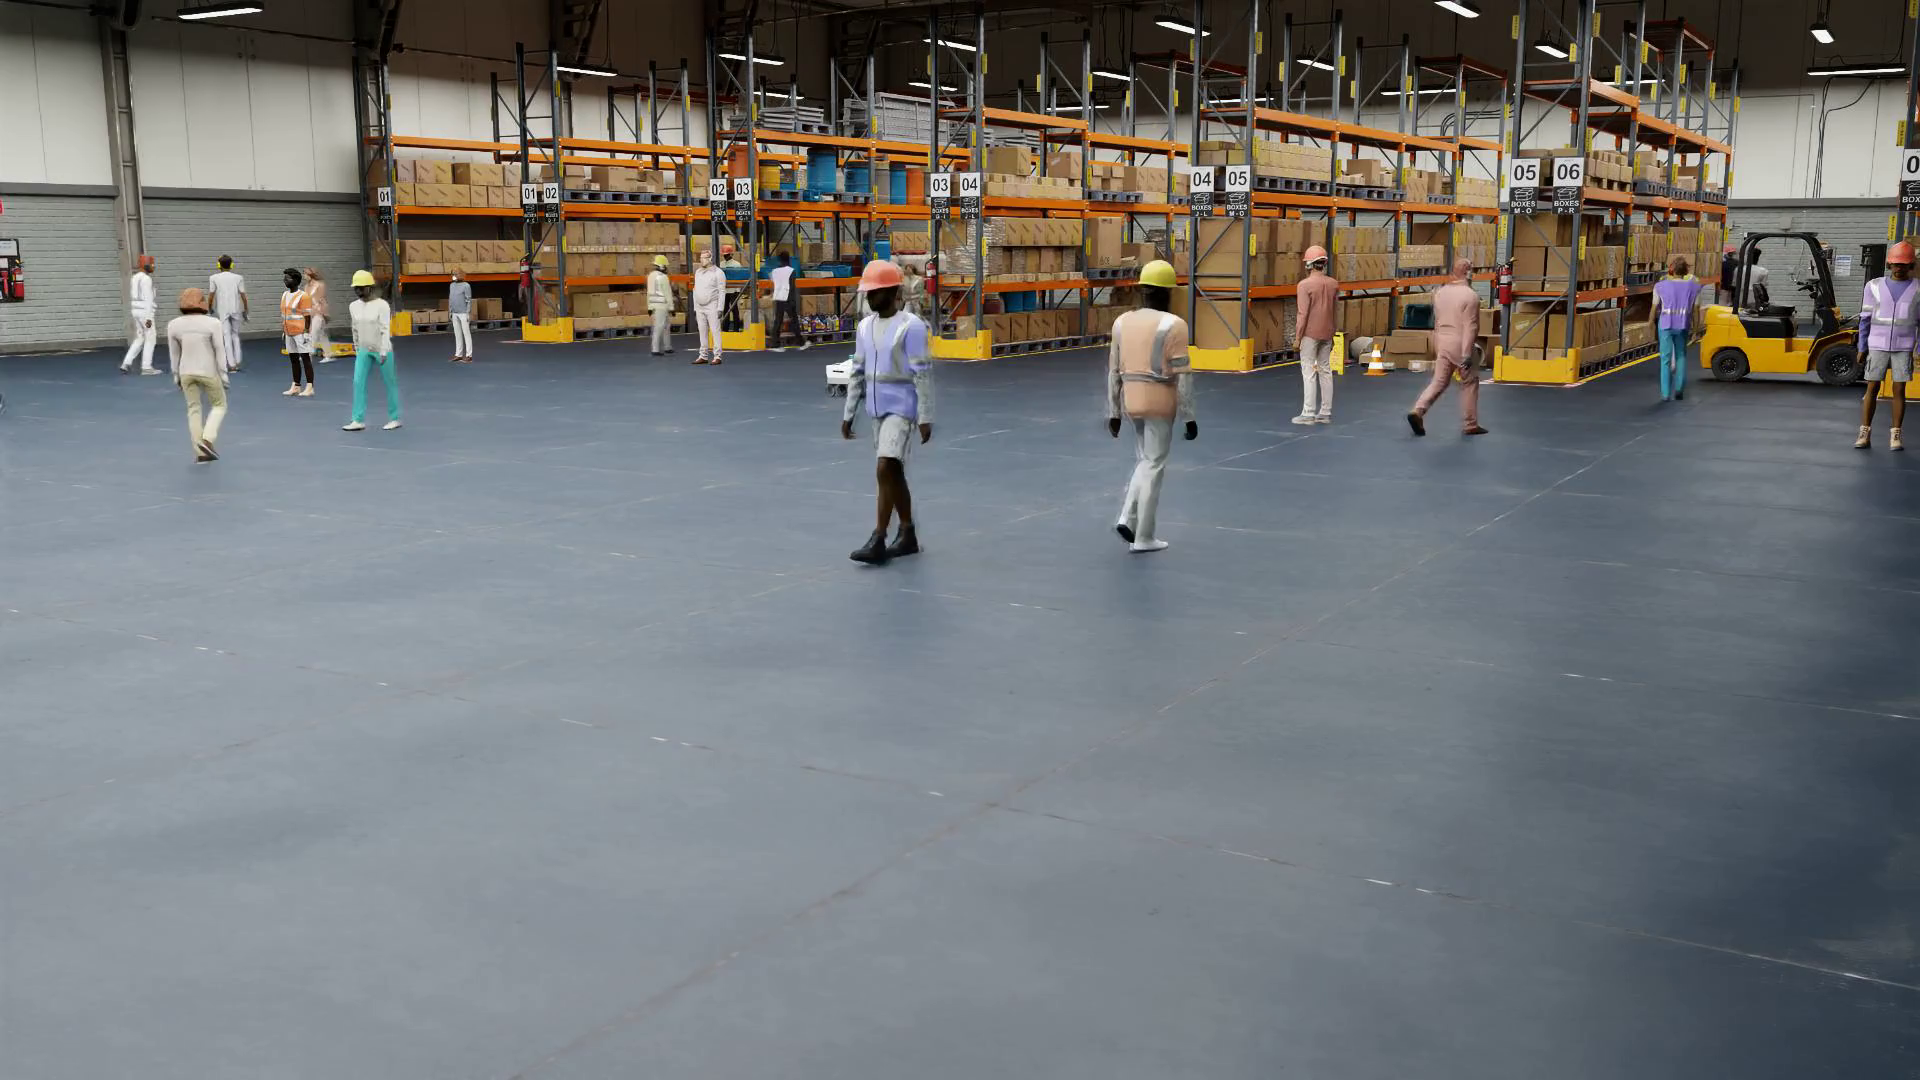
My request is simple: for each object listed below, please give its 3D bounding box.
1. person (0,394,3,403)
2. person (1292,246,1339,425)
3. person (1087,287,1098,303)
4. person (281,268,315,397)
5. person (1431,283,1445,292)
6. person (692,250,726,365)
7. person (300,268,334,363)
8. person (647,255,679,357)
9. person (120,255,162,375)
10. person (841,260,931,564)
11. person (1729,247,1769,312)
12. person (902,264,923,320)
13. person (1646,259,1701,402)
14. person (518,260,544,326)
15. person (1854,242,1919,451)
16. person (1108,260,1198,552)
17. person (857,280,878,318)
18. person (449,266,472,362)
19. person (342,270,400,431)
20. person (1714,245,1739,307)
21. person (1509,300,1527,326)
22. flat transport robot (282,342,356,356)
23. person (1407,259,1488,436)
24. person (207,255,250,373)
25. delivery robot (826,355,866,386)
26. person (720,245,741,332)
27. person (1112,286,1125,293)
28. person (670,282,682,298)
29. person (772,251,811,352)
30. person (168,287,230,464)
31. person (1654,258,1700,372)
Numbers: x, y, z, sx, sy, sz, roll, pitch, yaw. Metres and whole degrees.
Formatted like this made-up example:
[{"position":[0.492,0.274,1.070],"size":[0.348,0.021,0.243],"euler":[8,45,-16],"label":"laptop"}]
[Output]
[{"position":[-11.392,-2.260,18.782],"size":[0.887,1.896,0.595],"euler":[-9,13,-41],"label":"person"},{"position":[3.969,-2.290,18.644],"size":[0.622,1.992,0.397],"euler":[-7,12,-34],"label":"person"},{"position":[3.717,-7.412,47.629],"size":[0.719,1.875,0.957],"euler":[0,10,2],"label":"person"},{"position":[-8.761,-2.734,21.964],"size":[0.533,1.697,0.319],"euler":[6,12,31],"label":"person"},{"position":[11.900,-6.224,41.170],"size":[0.831,1.828,0.584],"euler":[-3,10,-14],"label":"person"},{"position":[-4.220,-3.882,27.808],"size":[0.640,1.910,0.407],"euler":[6,12,31],"label":"person"},{"position":[-10.913,-3.752,27.923],"size":[0.534,1.595,0.831],"euler":[9,14,41],"label":"person"},{"position":[-5.239,-4.165,29.665],"size":[0.747,1.802,0.612],"euler":[-7,13,-36],"label":"person"},{"position":[-12.679,-3.462,25.656],"size":[0.627,1.851,0.640],"euler":[10,14,43],"label":"person"},{"position":[-0.543,-0.802,10.547],"size":[0.582,1.906,0.823],"euler":[10,14,44],"label":"person"},{"position":[14.363,-4.347,30.282],"size":[0.635,1.948,0.459],"euler":[5,11,28],"label":"person"},{"position":[-0.953,-4.870,34.176],"size":[0.520,1.605,0.446],"euler":[6,12,29],"label":"person"},{"position":[9.137,-2.683,21.340],"size":[0.592,1.824,0.613],"euler":[2,10,10],"label":"person"},{"position":[-9.484,-5.390,36.713],"size":[0.546,1.737,0.725],"euler":[1,10,8],"label":"person"},{"position":[9.131,-1.891,16.294],"size":[0.605,2.036,0.388],"euler":[6,12,31],"label":"person"},{"position":[1.277,-0.864,10.881],"size":[0.421,1.908,0.598],"euler":[-9,13,-40],"label":"person"},{"position":[-1.527,-4.085,29.516],"size":[0.509,1.689,0.902],"euler":[4,11,20],"label":"person"},{"position":[-8.544,-3.855,28.423],"size":[0.499,1.633,0.283],"euler":[6,12,31],"label":"person"},{"position":[-6.342,-2.016,17.865],"size":[0.533,1.724,0.823],"euler":[3,10,14],"label":"person"},{"position":[17.770,-5.832,38.515],"size":[0.641,1.979,0.469],"euler":[-4,11,-20],"label":"person"},{"position":[13.758,-6.230,40.871],"size":[0.627,1.940,0.372],"euler":[6,12,31],"label":"person"},{"position":[-11.473,-3.442,29.928],"size":[1.431,0.197,0.652],"euler":[6,12,31],"label":"flat transport robot"},{"position":[5.172,-2.021,17.513],"size":[0.933,1.870,0.645],"euler":[-5,11,-25],"label":"person"},{"position":[-11.576,-3.567,26.247],"size":[0.550,1.841,0.761],"euler":[-8,13,-38],"label":"person"},{"position":[-1.404,-2.192,21.863],"size":[0.707,0.478,0.477],"euler":[6,12,31],"label":"delivery robot"},{"position":[-5.027,-5.417,36.175],"size":[0.611,1.988,0.391],"euler":[6,12,31],"label":"person"},{"position":[4.110,-6.607,43.315],"size":[0.545,1.817,0.708],"euler":[8,13,39],"label":"person"},{"position":[-6.984,-6.091,39.907],"size":[0.616,2.015,0.950],"euler":[8,13,37],"label":"person"},{"position":[-3.230,-4.464,31.183],"size":[0.615,1.861,1.006],"euler":[7,13,36],"label":"person"},{"position":[-6.969,-1.505,15.272],"size":[0.528,1.619,0.352],"euler":[0,10,-2],"label":"person"},{"position":[11.334,-3.550,26.277],"size":[0.645,1.791,0.985],"euler":[6,12,28],"label":"person"}]
